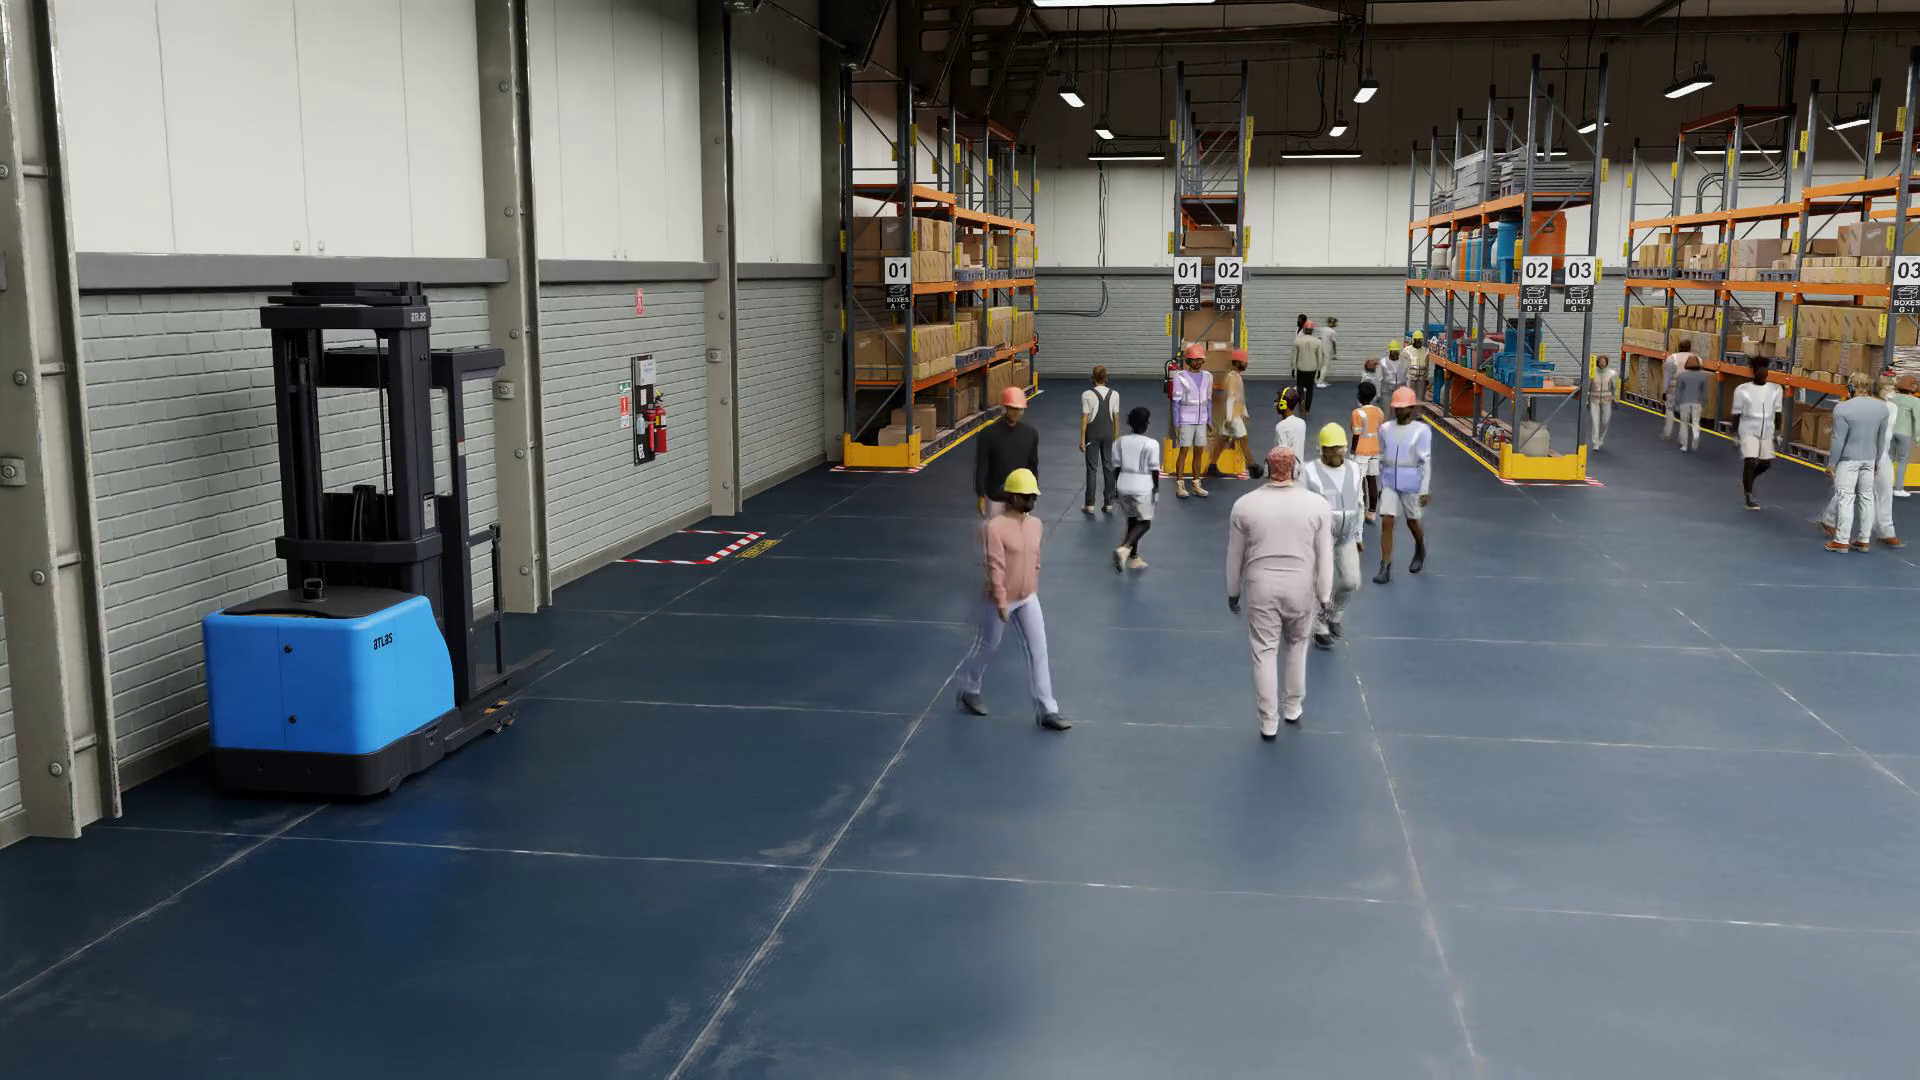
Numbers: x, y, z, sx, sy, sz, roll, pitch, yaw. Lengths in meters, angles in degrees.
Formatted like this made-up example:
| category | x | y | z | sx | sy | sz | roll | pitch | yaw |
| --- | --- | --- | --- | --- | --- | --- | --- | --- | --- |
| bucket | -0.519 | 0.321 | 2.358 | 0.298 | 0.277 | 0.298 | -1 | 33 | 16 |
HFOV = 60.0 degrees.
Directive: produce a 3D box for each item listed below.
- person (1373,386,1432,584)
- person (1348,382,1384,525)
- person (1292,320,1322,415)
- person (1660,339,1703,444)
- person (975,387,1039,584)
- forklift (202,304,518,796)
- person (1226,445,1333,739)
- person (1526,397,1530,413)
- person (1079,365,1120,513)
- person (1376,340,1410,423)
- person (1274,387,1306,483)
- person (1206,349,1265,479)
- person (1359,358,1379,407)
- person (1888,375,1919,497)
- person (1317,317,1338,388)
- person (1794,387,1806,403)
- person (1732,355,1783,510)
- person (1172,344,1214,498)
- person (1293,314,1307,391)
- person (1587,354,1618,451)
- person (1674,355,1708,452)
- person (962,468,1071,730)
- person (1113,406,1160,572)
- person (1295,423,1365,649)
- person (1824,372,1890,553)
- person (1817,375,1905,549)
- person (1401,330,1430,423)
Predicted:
| category | x | y | z | sx | sy | sz | roll | pitch | yaw |
| --- | --- | --- | --- | --- | --- | --- | --- | --- | --- |
| person | 4.368 | -0.562 | 16.295 | 0.554 | 1.910 | 0.920 | 7 | 11 | 36 |
| person | 4.815 | -1.034 | 19.801 | 0.535 | 1.697 | 0.318 | -8 | 12 | -41 |
| person | 7.261 | -3.601 | 34.769 | 0.634 | 1.973 | 0.572 | 1 | 9 | 9 |
| person | 12.598 | -2.600 | 29.102 | 0.664 | 1.809 | 0.851 | 2 | 9 | 10 |
| person | 0.428 | -0.469 | 15.563 | 0.626 | 1.946 | 1.028 | -2 | 9 | -11 |
| forklift | -3.673 | -0.038 | 10.147 | 1.129 | 2.768 | 1.873 | 1 | 9 | 9 |
| person | 2.086 | 0.315 | 10.900 | 0.680 | 1.877 | 0.811 | 2 | 9 | 10 |
| person | 12.061 | -3.716 | 35.431 | 0.626 | 1.991 | 0.390 | 2 | 9 | 9 |
| person | 1.743 | -1.261 | 20.773 | 0.502 | 1.839 | 0.330 | -3 | 10 | -19 |
| person | 7.466 | -2.520 | 28.612 | 0.626 | 1.806 | 0.715 | 0 | 9 | 0 |
| person | 3.229 | -0.578 | 16.458 | 0.330 | 1.872 | 0.512 | 7 | 12 | 37 |
| person | 4.035 | -1.817 | 24.026 | 0.992 | 1.880 | 0.569 | 2 | 9 | 12 |
| person | 6.612 | -2.153 | 26.961 | 0.328 | 1.613 | 0.636 | 2 | 9 | 12 |
| person | 12.570 | -1.395 | 22.230 | 0.296 | 1.628 | 0.531 | -5 | 10 | -26 |
| person | 9.474 | -4.834 | 42.865 | 0.535 | 1.820 | 0.619 | -3 | 10 | -19 |
| person | 17.522 | -3.557 | 34.798 | 0.569 | 1.882 | 0.338 | -2 | 9 | -11 |
| person | 10.119 | -1.385 | 21.189 | 0.603 | 1.950 | 0.698 | 0 | 9 | 3 |
| person | 3.114 | -1.585 | 22.134 | 0.615 | 2.042 | 0.375 | -4 | 10 | -24 |
| person | 8.580 | -4.704 | 41.746 | 0.392 | 1.922 | 0.593 | -2 | 10 | -14 |
| person | 10.821 | -2.341 | 28.093 | 0.520 | 1.617 | 0.698 | 3 | 10 | 18 |
| person | 12.133 | -2.266 | 27.613 | 0.514 | 1.617 | 0.500 | 2 | 9 | 14 |
| person | 0.335 | 0.368 | 11.096 | 0.530 | 1.720 | 0.919 | -7 | 12 | -38 |
| person | 1.710 | -0.486 | 16.496 | 0.540 | 1.680 | 0.667 | 8 | 12 | 40 |
| person | 2.963 | -0.035 | 13.274 | 0.614 | 1.809 | 0.438 | -2 | 10 | -15 |
| person | 9.584 | -0.831 | 17.818 | 0.627 | 1.936 | 0.371 | -1 | 9 | -9 |
| person | 10.017 | -0.897 | 18.408 | 0.638 | 1.894 | 1.038 | -3 | 10 | -20 |
| person | 8.991 | -3.216 | 32.827 | 0.590 | 1.837 | 0.403 | -1 | 9 | -8 |
